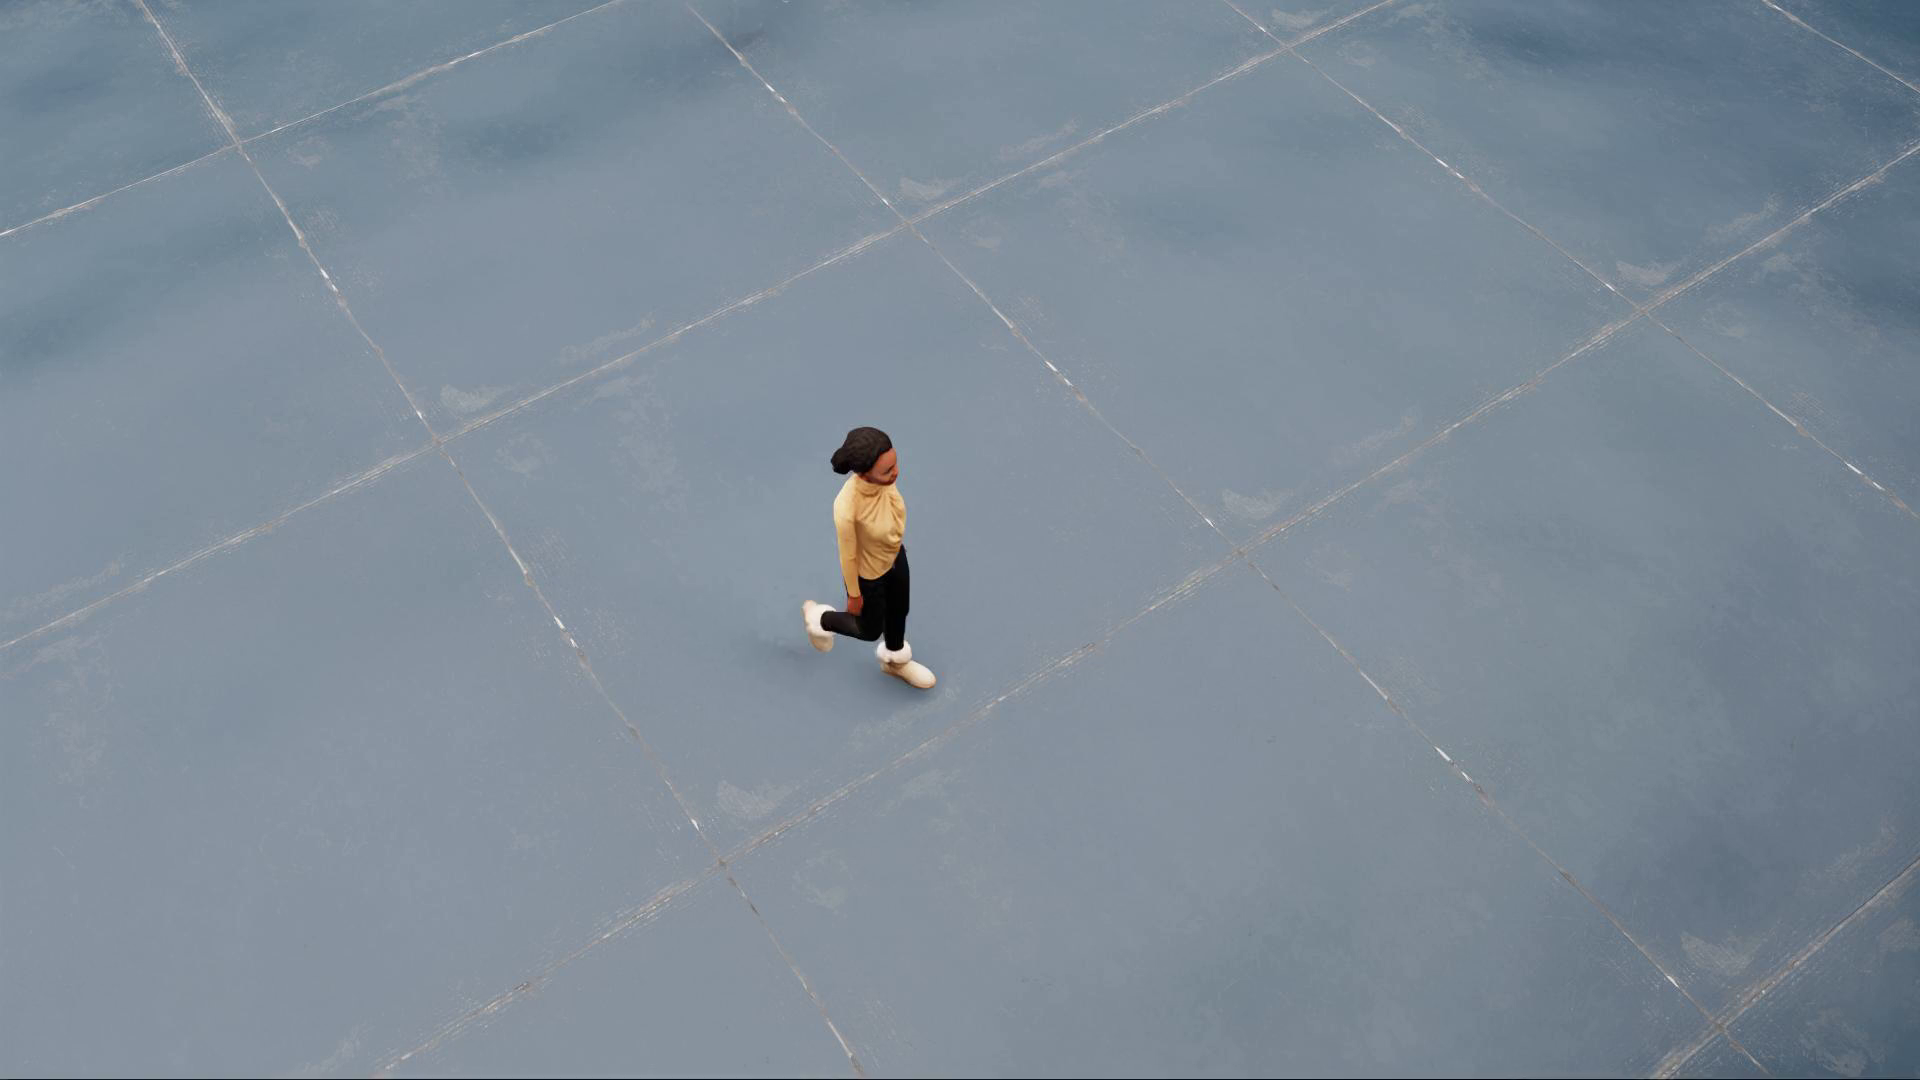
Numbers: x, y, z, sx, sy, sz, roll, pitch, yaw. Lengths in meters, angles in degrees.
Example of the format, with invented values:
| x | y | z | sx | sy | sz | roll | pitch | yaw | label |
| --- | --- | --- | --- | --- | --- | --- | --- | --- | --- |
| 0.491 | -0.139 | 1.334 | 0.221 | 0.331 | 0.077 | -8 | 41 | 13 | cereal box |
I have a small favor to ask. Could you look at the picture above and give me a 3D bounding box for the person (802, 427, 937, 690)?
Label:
| x | y | z | sx | sy | sz | roll | pitch | yaw | label |
| --- | --- | --- | --- | --- | --- | --- | --- | --- | --- |
| -0.437 | 0.092 | 7.300 | 1.000 | 1.646 | 0.826 | 24 | 56 | 18 | person |
